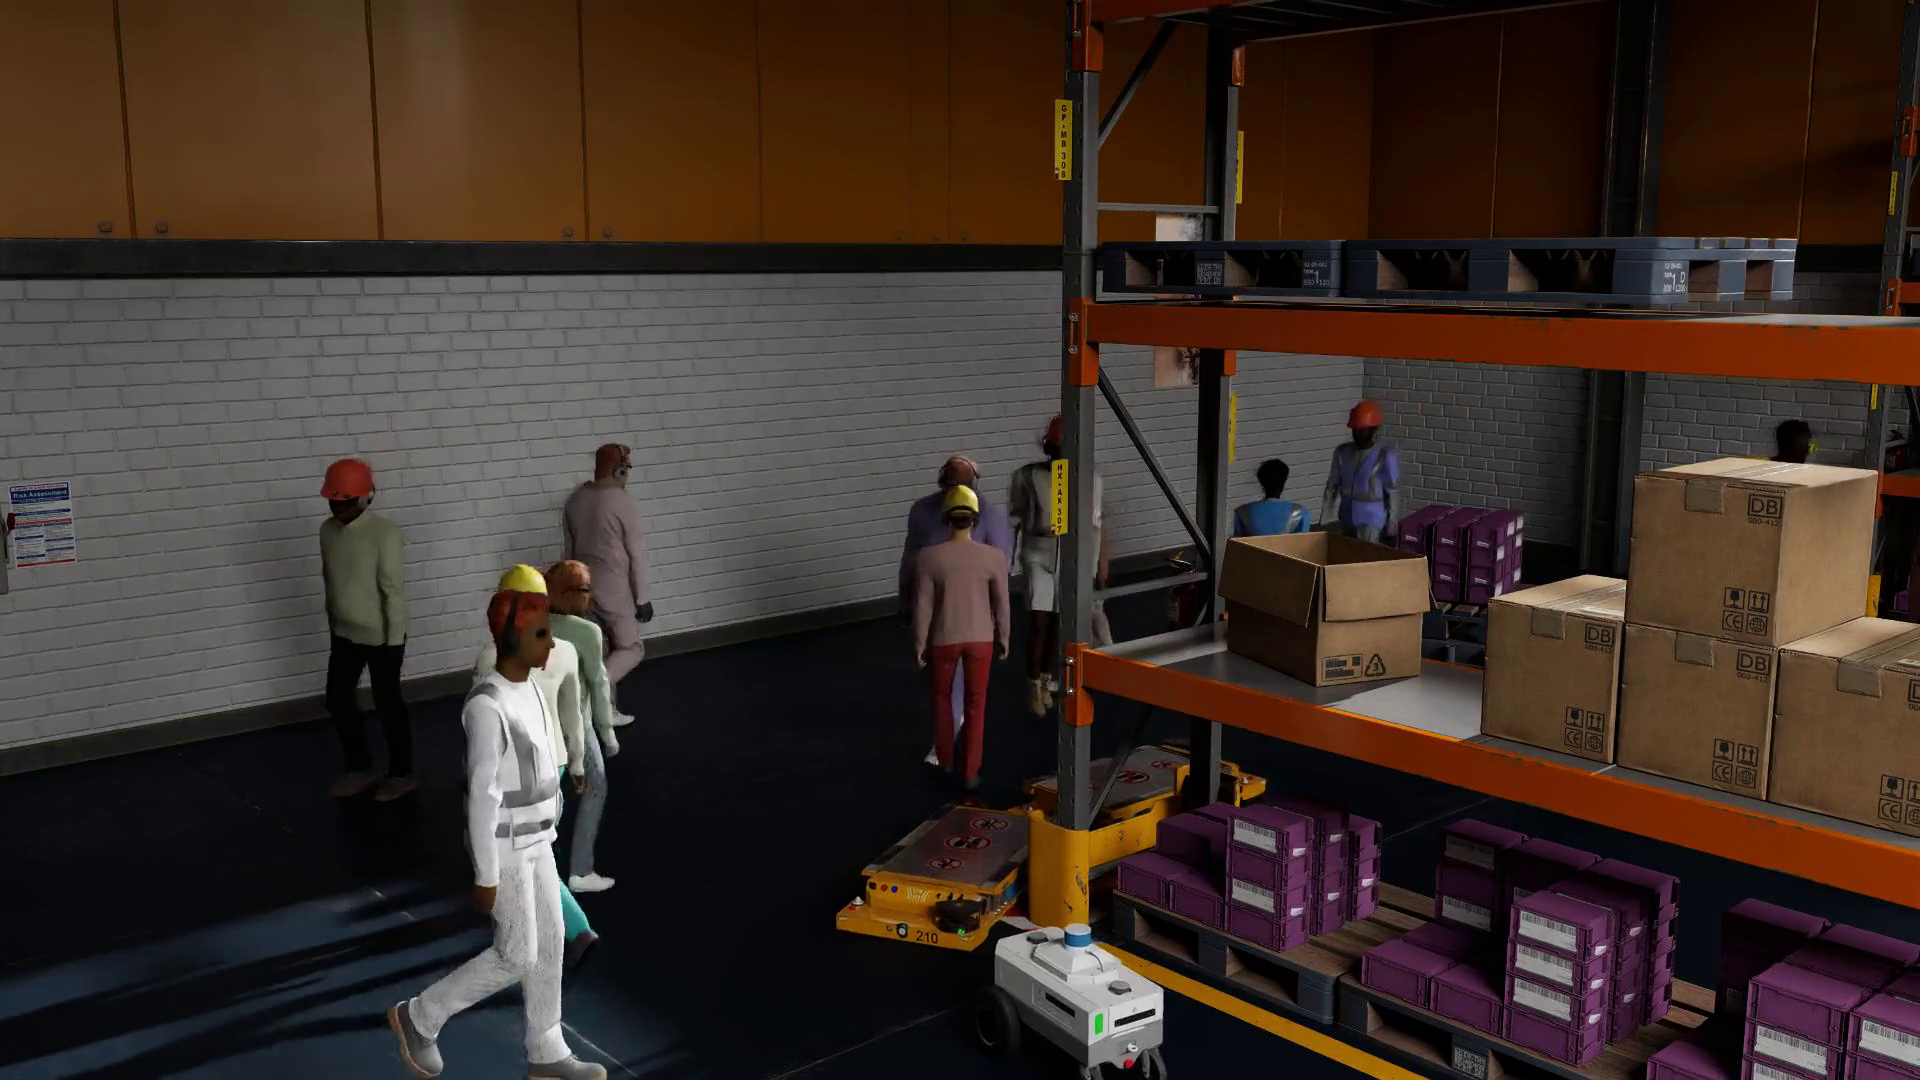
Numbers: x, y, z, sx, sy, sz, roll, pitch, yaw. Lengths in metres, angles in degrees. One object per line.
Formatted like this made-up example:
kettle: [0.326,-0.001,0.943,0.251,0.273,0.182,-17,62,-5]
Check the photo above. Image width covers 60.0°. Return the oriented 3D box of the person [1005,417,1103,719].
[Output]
person: [0.620,0.178,10.971,0.655,1.992,0.752,-2,10,-12]

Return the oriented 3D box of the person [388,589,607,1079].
person: [-1.677,1.094,5.994,0.678,1.864,0.573,0,10,2]

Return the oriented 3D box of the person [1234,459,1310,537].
person: [2.137,0.277,11.374,0.544,1.665,0.723,2,10,14]

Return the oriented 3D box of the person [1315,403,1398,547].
person: [3.189,-0.158,13.279,1.013,1.885,0.565,-9,13,-42]

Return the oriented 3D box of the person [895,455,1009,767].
person: [-0.018,0.394,10.099,0.689,1.869,0.747,5,11,27]

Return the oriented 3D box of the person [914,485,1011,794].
person: [0.015,0.555,9.468,0.548,1.753,0.470,0,10,-1]

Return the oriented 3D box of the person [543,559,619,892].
person: [-1.877,0.896,7.868,0.547,1.615,0.350,4,10,22]

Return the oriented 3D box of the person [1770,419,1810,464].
person: [5.782,0.076,11.852,0.607,1.900,0.615,-6,11,-32]

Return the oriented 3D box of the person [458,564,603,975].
person: [-1.807,0.975,7.106,0.771,1.745,0.523,6,12,33]

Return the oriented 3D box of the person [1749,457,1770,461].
person: [5.218,0.291,11.167,0.549,1.692,0.694,-2,10,-12]

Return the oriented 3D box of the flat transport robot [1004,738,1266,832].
flat transport robot: [0.973,1.364,9.068,1.431,0.197,0.652,-9,13,-42]

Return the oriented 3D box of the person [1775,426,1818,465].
person: [6.147,0.018,12.451,0.497,1.807,0.975,-1,10,-8]

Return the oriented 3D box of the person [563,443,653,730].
person: [-2.252,0.332,10.411,0.652,1.878,0.629,7,12,37]

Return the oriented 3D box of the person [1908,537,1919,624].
person: [5.344,0.596,8.788,0.402,1.904,0.652,-4,10,-20]

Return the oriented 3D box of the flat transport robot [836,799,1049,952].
flat transport robot: [0.017,1.559,7.925,0.652,0.197,1.431,4,10,22]

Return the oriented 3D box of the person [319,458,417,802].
person: [-3.262,0.508,9.149,0.633,1.959,0.598,4,11,24]

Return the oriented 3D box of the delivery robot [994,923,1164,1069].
delivery robot: [0.436,1.669,6.175,0.477,0.478,0.707,-6,11,-32]

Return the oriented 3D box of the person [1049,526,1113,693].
person: [0.792,0.268,11.564,0.731,1.602,0.544,-1,10,-8]
